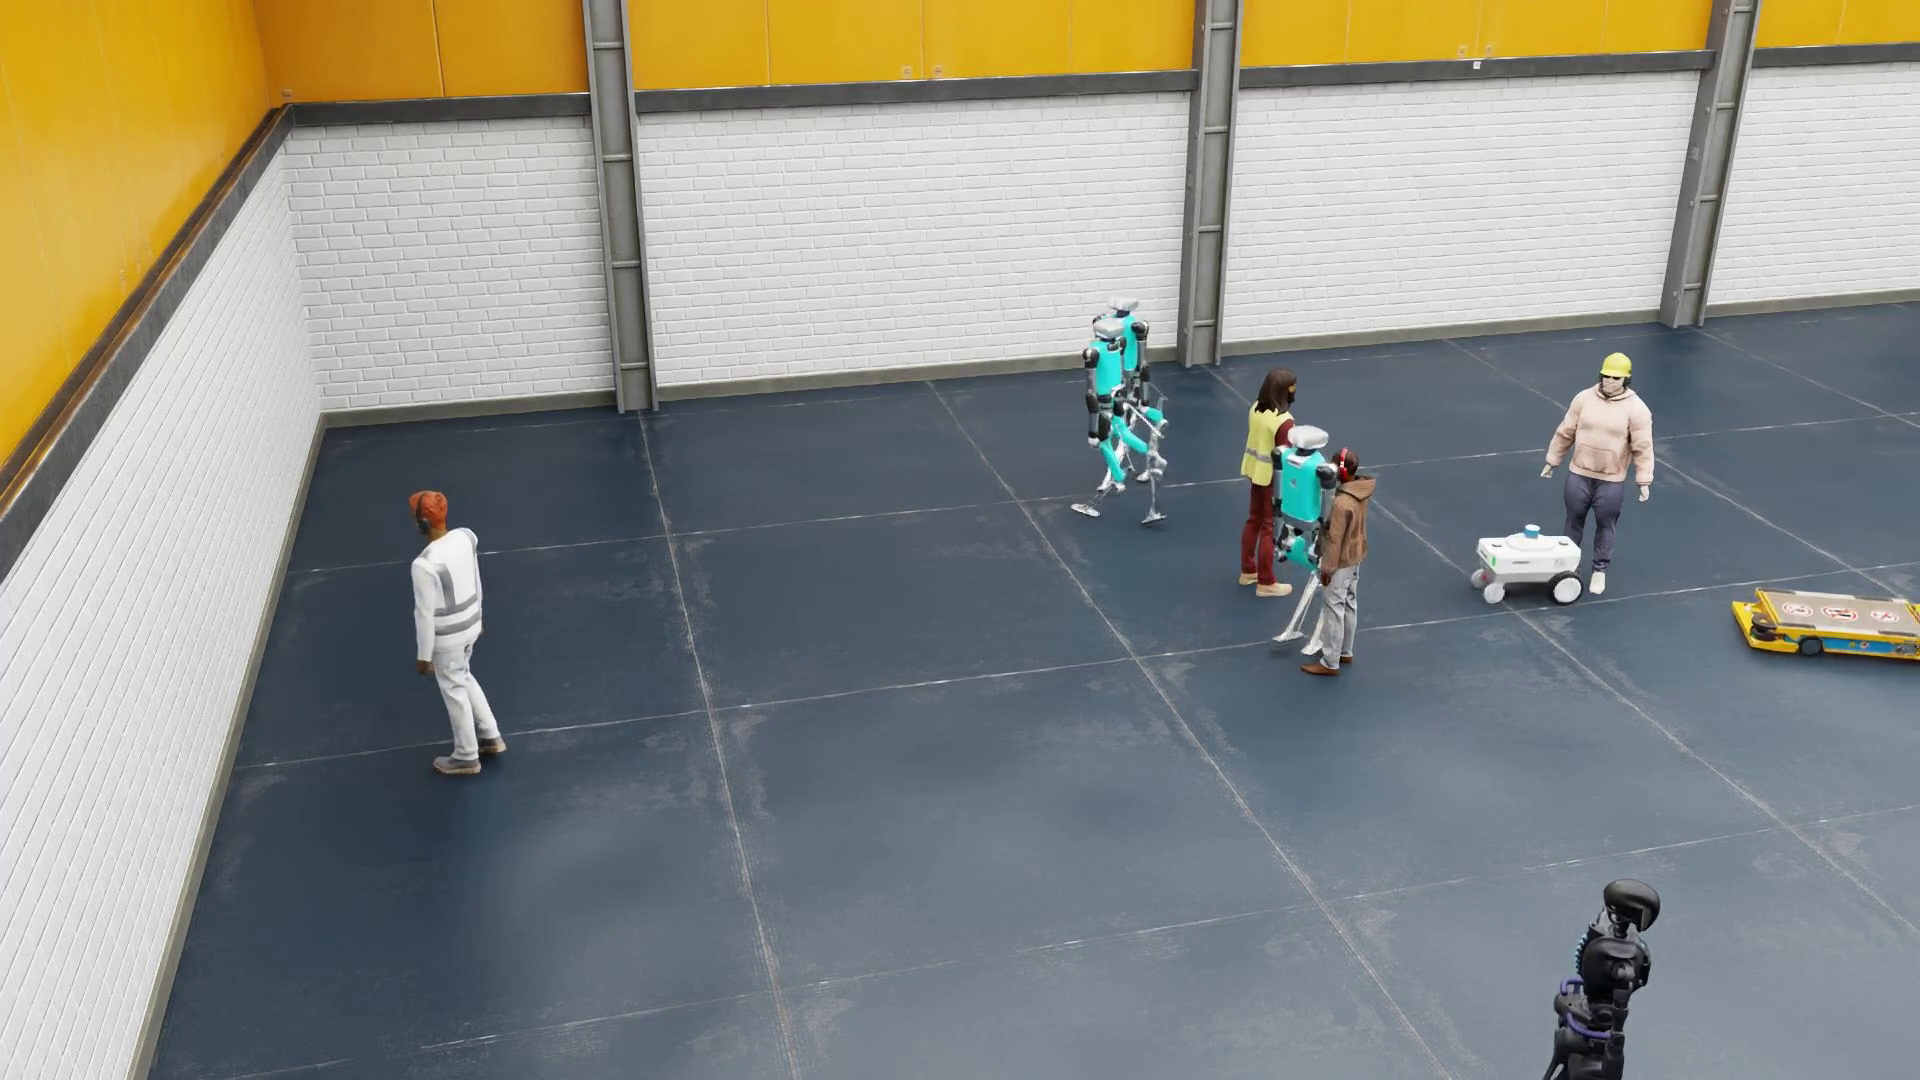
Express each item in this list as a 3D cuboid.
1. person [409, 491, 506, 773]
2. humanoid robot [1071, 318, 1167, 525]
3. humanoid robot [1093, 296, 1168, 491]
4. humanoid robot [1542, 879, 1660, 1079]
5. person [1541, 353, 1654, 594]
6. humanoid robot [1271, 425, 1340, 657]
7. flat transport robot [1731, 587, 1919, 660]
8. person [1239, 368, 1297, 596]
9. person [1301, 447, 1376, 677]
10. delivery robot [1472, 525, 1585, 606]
[{"bbox_3d":[-3.091,0.572,10.068,0.380,1.877,0.587,6,24,13],"label":"person"},{"bbox_3d":[1.409,-0.903,13.646,1.024,1.781,0.531,17,29,33],"label":"humanoid robot"},{"bbox_3d":[1.533,-1.305,14.534,0.572,1.783,0.893,19,30,37],"label":"humanoid robot"},{"bbox_3d":[2.679,2.074,6.975,0.809,1.622,0.611,4,24,9],"label":"humanoid robot"},{"bbox_3d":[4.829,-0.524,12.562,0.797,1.870,0.410,16,28,32],"label":"person"},{"bbox_3d":[2.485,-0.032,11.450,0.738,1.673,0.531,-18,29,-35],"label":"humanoid robot"},{"bbox_3d":[6.380,0.625,11.940,1.431,0.231,0.659,5,24,10],"label":"flat transport robot"},{"bbox_3d":[2.310,-0.435,12.485,0.360,1.767,0.476,-9,25,-20],"label":"person"},{"bbox_3d":[2.592,0.152,11.305,0.325,1.648,0.464,14,28,30],"label":"person"},{"bbox_3d":[4.319,0.185,12.607,0.817,0.613,0.499,-2,24,-4],"label":"delivery robot"}]
